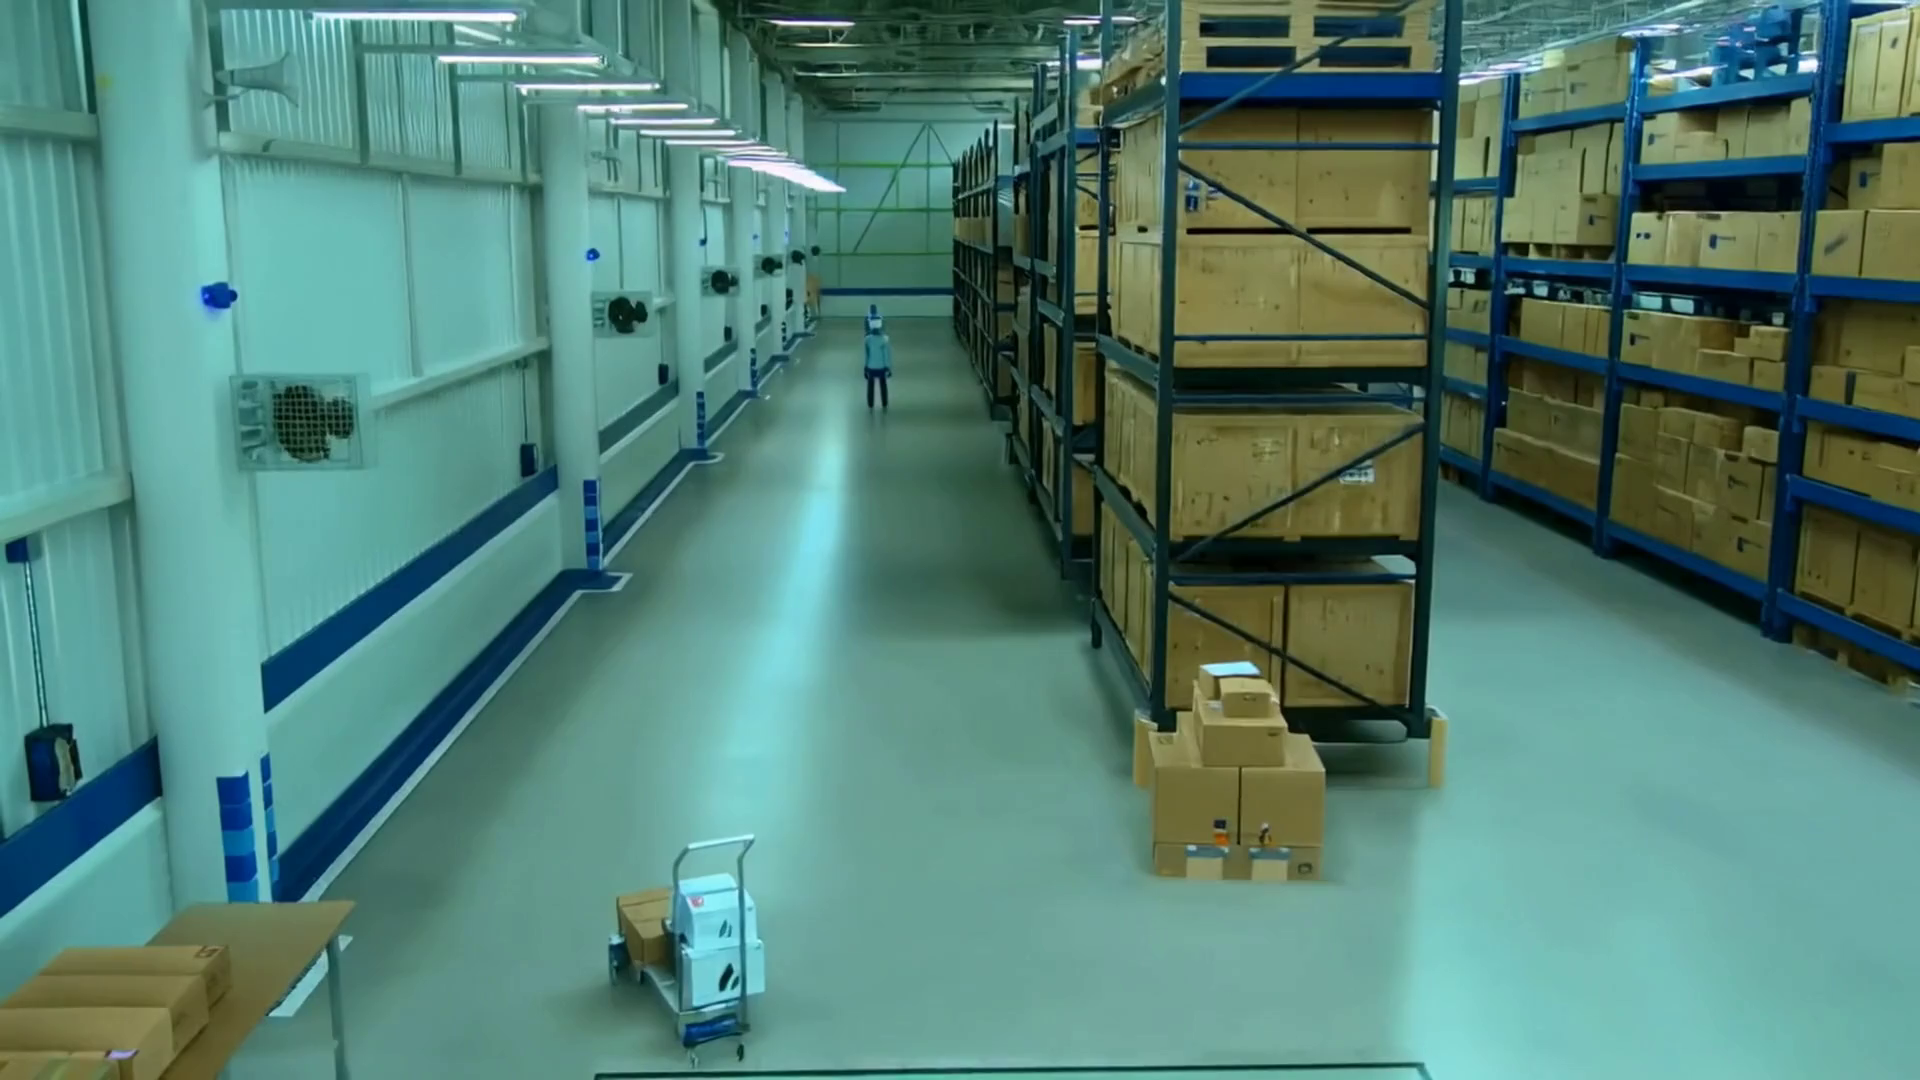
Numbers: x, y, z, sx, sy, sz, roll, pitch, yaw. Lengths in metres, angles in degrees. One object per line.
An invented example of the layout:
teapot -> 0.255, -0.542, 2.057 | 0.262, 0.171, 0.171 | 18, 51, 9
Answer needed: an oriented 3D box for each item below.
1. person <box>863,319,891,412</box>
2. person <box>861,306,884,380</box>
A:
person -> -1.776, -3.735, 35.622 | 0.618, 1.986, 0.407 | 0, 11, -1
person -> -2.250, -5.054, 42.692 | 0.600, 1.907, 0.397 | -2, 11, -11
